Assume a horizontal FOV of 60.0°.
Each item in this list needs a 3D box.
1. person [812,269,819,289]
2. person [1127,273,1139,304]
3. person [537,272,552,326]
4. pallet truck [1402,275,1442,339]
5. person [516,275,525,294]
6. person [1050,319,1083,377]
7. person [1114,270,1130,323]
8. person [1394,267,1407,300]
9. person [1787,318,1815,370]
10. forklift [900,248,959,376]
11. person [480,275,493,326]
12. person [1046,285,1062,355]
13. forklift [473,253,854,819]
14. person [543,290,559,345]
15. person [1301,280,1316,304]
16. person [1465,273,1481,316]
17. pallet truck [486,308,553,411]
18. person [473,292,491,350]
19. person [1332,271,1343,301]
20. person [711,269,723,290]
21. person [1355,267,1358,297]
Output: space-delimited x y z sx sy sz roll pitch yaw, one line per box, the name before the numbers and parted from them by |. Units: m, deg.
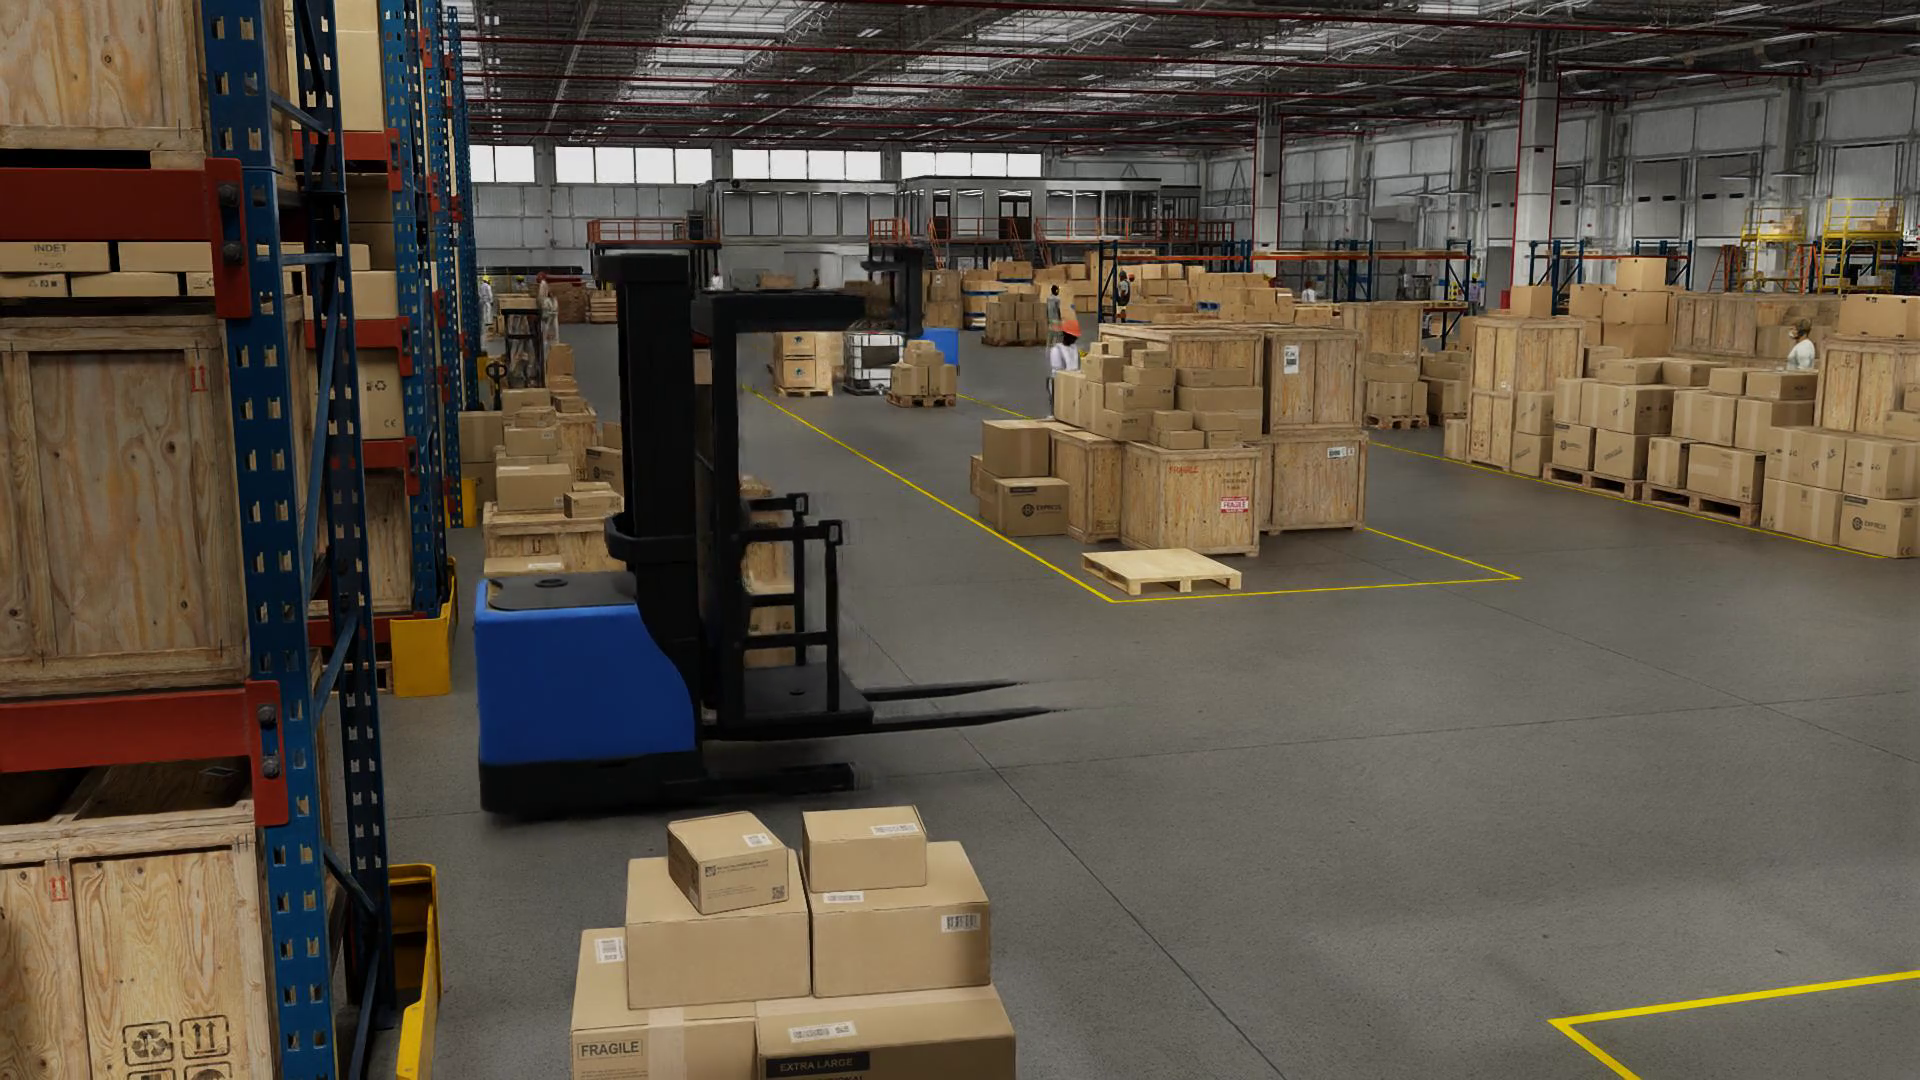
person | -6.738 -11.724 77.535 0.452 1.827 0.514 6 12 32
person | 6.018 -8.379 58.297 0.547 1.934 0.376 -5 11 -28
person | -15.168 -8.739 60.334 1.053 1.928 0.628 -1 10 -7
pallet truck | 14.620 -7.324 52.145 0.823 1.965 1.885 8 13 40
person | -17.353 -9.595 65.727 0.325 1.740 0.492 -8 13 -37
person | 1.458 -2.009 22.325 0.472 1.895 0.588 9 14 42
person | 5.654 -8.406 58.152 0.536 2.000 0.688 4 11 20
person | 20.649 -11.840 78.048 0.617 1.869 0.988 -6 11 -29
person | 10.877 -1.902 21.613 0.372 1.940 0.632 5 11 27
forklift | -1.028 -4.926 36.069 1.873 2.768 1.129 -3 10 -15
person | -17.013 -8.608 59.881 0.600 1.832 0.404 7 12 35
person | 2.493 -5.831 44.097 0.325 1.860 0.506 -9 13 -40
forklift | -1.603 -0.096 8.718 1.873 2.768 1.129 -3 10 -15
person | -11.897 -6.439 48.239 0.523 1.611 0.752 -10 14 -43
person | 10.500 -6.895 50.084 0.596 1.866 0.495 -8 13 -39
person | 18.381 -8.594 59.579 0.584 1.918 0.408 -2 10 -9
pallet truck | -6.242 -2.418 24.362 0.823 1.965 1.885 1 10 3
person | -13.342 -6.062 46.108 0.511 1.605 0.740 3 10 17
person | 19.732 -13.368 86.829 0.622 1.838 0.429 6 12 30
person | -10.583 -10.842 72.381 0.573 1.886 0.353 4 11 23
person | 18.263 -11.682 77.002 0.610 1.927 0.651 -2 10 -14
